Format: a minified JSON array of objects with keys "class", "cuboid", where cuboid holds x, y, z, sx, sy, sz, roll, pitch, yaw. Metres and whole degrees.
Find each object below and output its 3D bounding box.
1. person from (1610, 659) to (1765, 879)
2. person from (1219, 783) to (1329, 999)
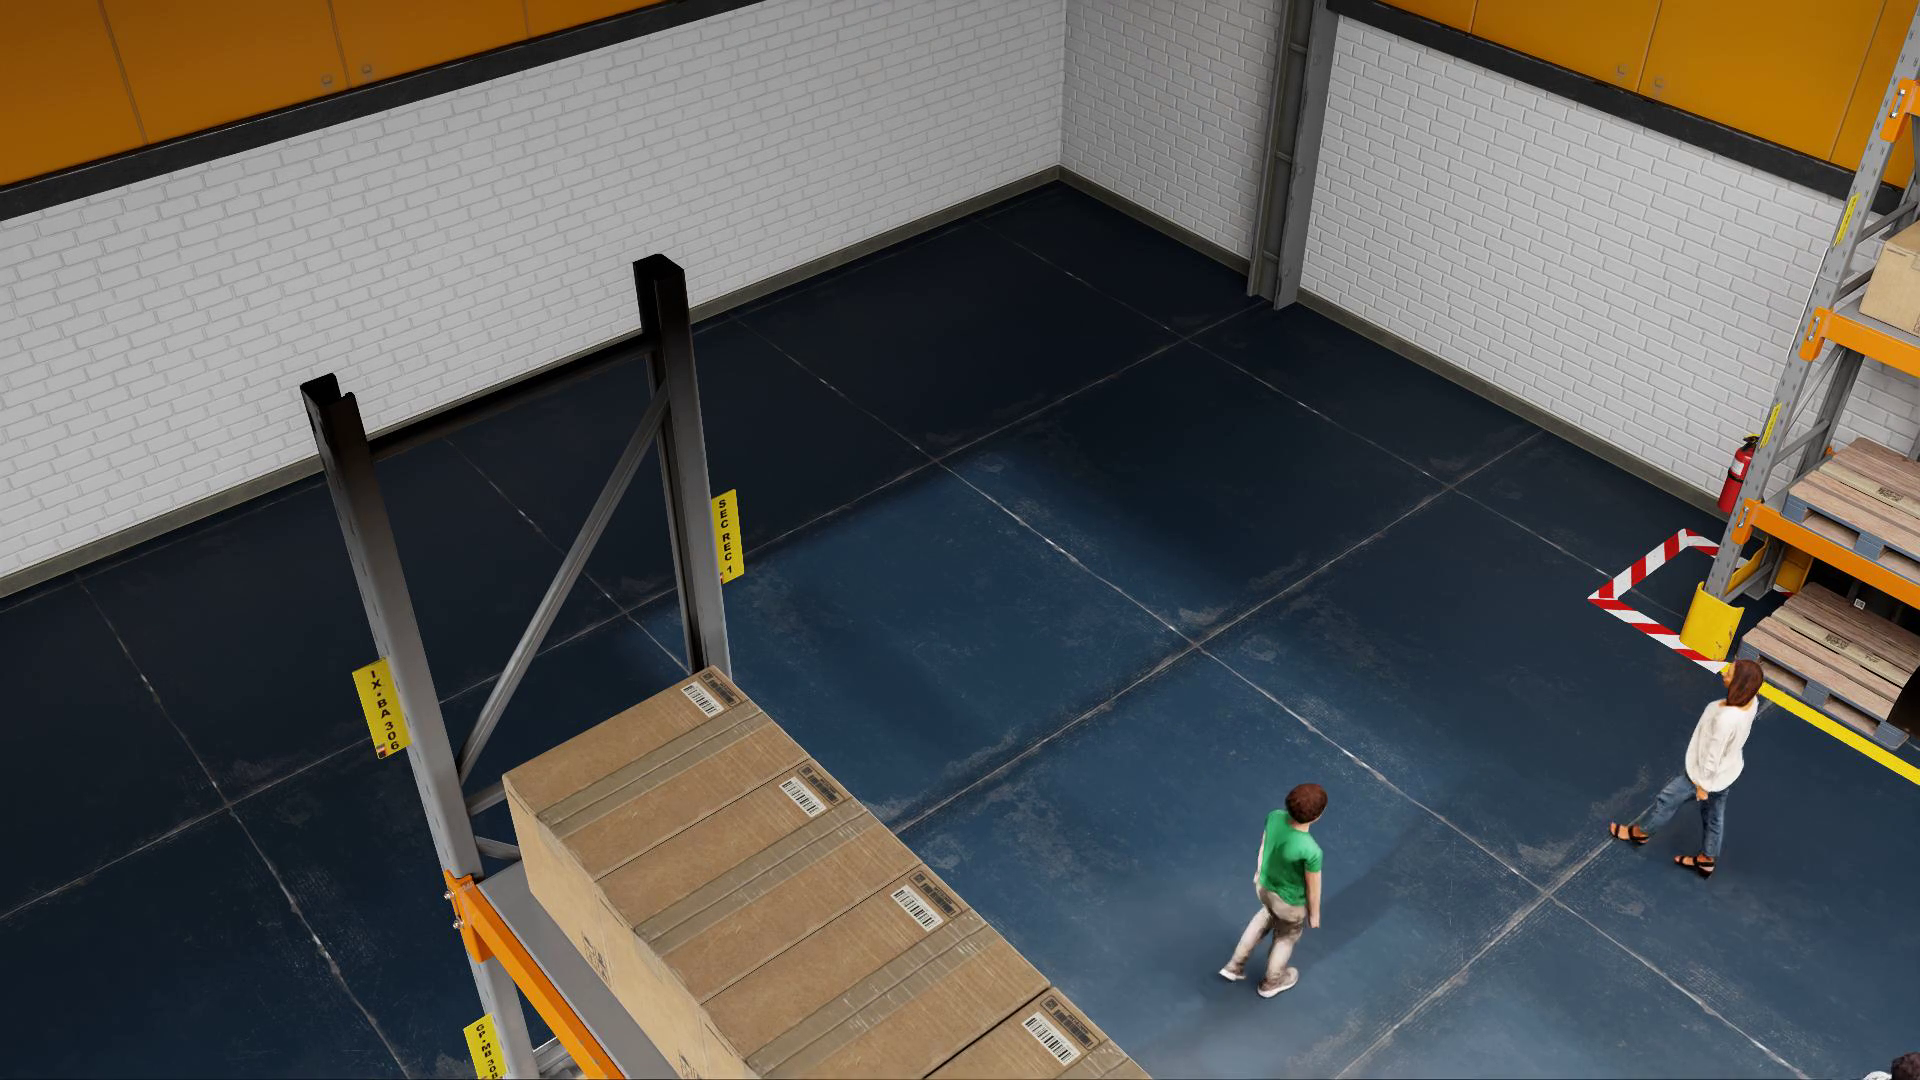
[{"class":"person","cuboid":[4.591,1.415,9.980,0.886,1.662,0.698,31,48,33]},{"class":"person","cuboid":[1.739,2.006,9.258,0.728,1.640,0.725,-19,43,-23]}]
